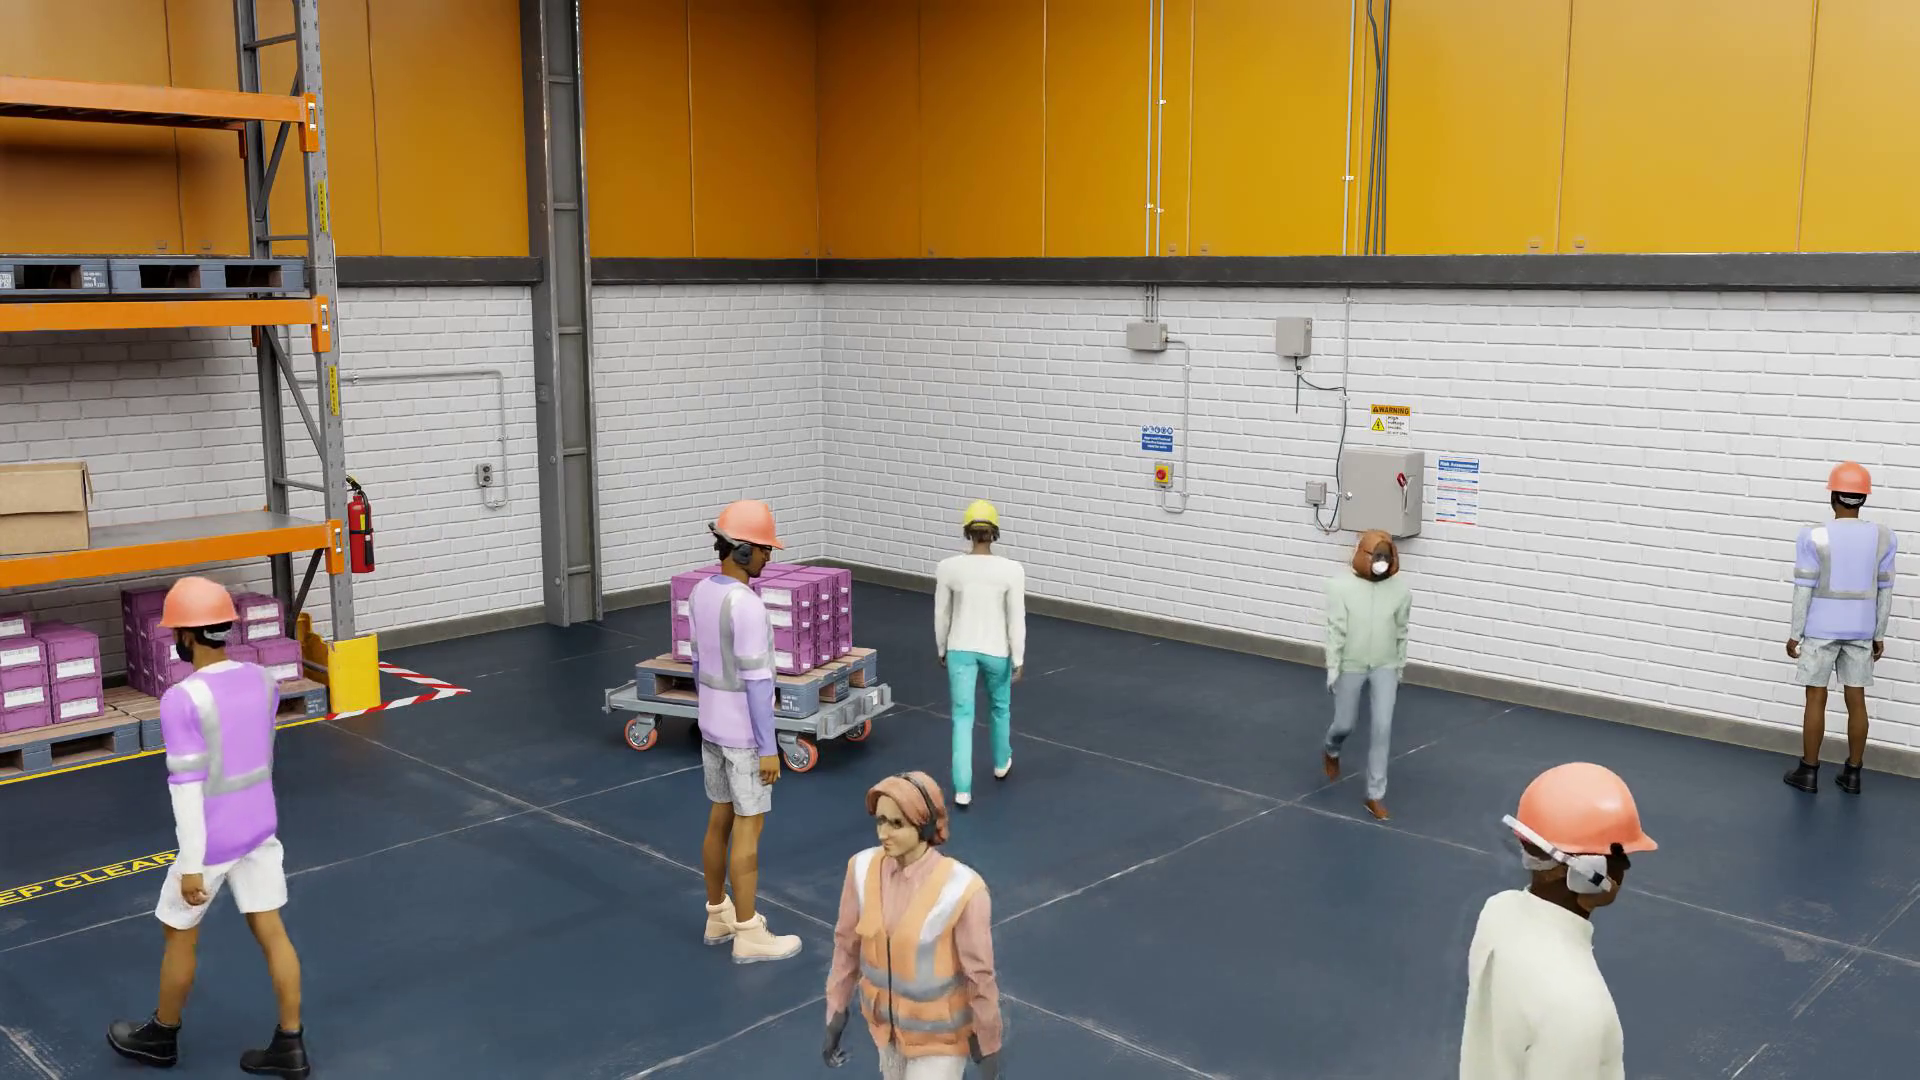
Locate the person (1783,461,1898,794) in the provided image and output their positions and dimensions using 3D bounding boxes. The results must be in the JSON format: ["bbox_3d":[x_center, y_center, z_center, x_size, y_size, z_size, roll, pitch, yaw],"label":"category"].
[{"bbox_3d":[5.068,0.510,9.615,0.547,1.938,0.359,1,9,6],"label":"person"}]

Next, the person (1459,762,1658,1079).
[{"bbox_3d":[1.225,1.452,3.785,0.859,1.966,0.613,0,9,0],"label":"person"}]

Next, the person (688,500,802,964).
[{"bbox_3d":[-0.952,0.834,7.336,0.392,2.033,0.605,-6,11,-33],"label":"person"}]

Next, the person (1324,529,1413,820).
[{"bbox_3d":[2.277,0.711,9.381,0.490,1.607,0.656,0,9,1],"label":"person"}]

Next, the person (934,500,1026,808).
[{"bbox_3d":[0.113,0.629,9.561,0.530,1.716,0.887,1,9,5],"label":"person"}]

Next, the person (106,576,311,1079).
[{"bbox_3d":[-2.846,1.076,6.242,0.915,1.896,0.576,3,10,20],"label":"person"}]

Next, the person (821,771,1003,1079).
[{"bbox_3d":[-0.193,1.465,4.783,0.540,1.601,0.830,8,12,40],"label":"person"}]
